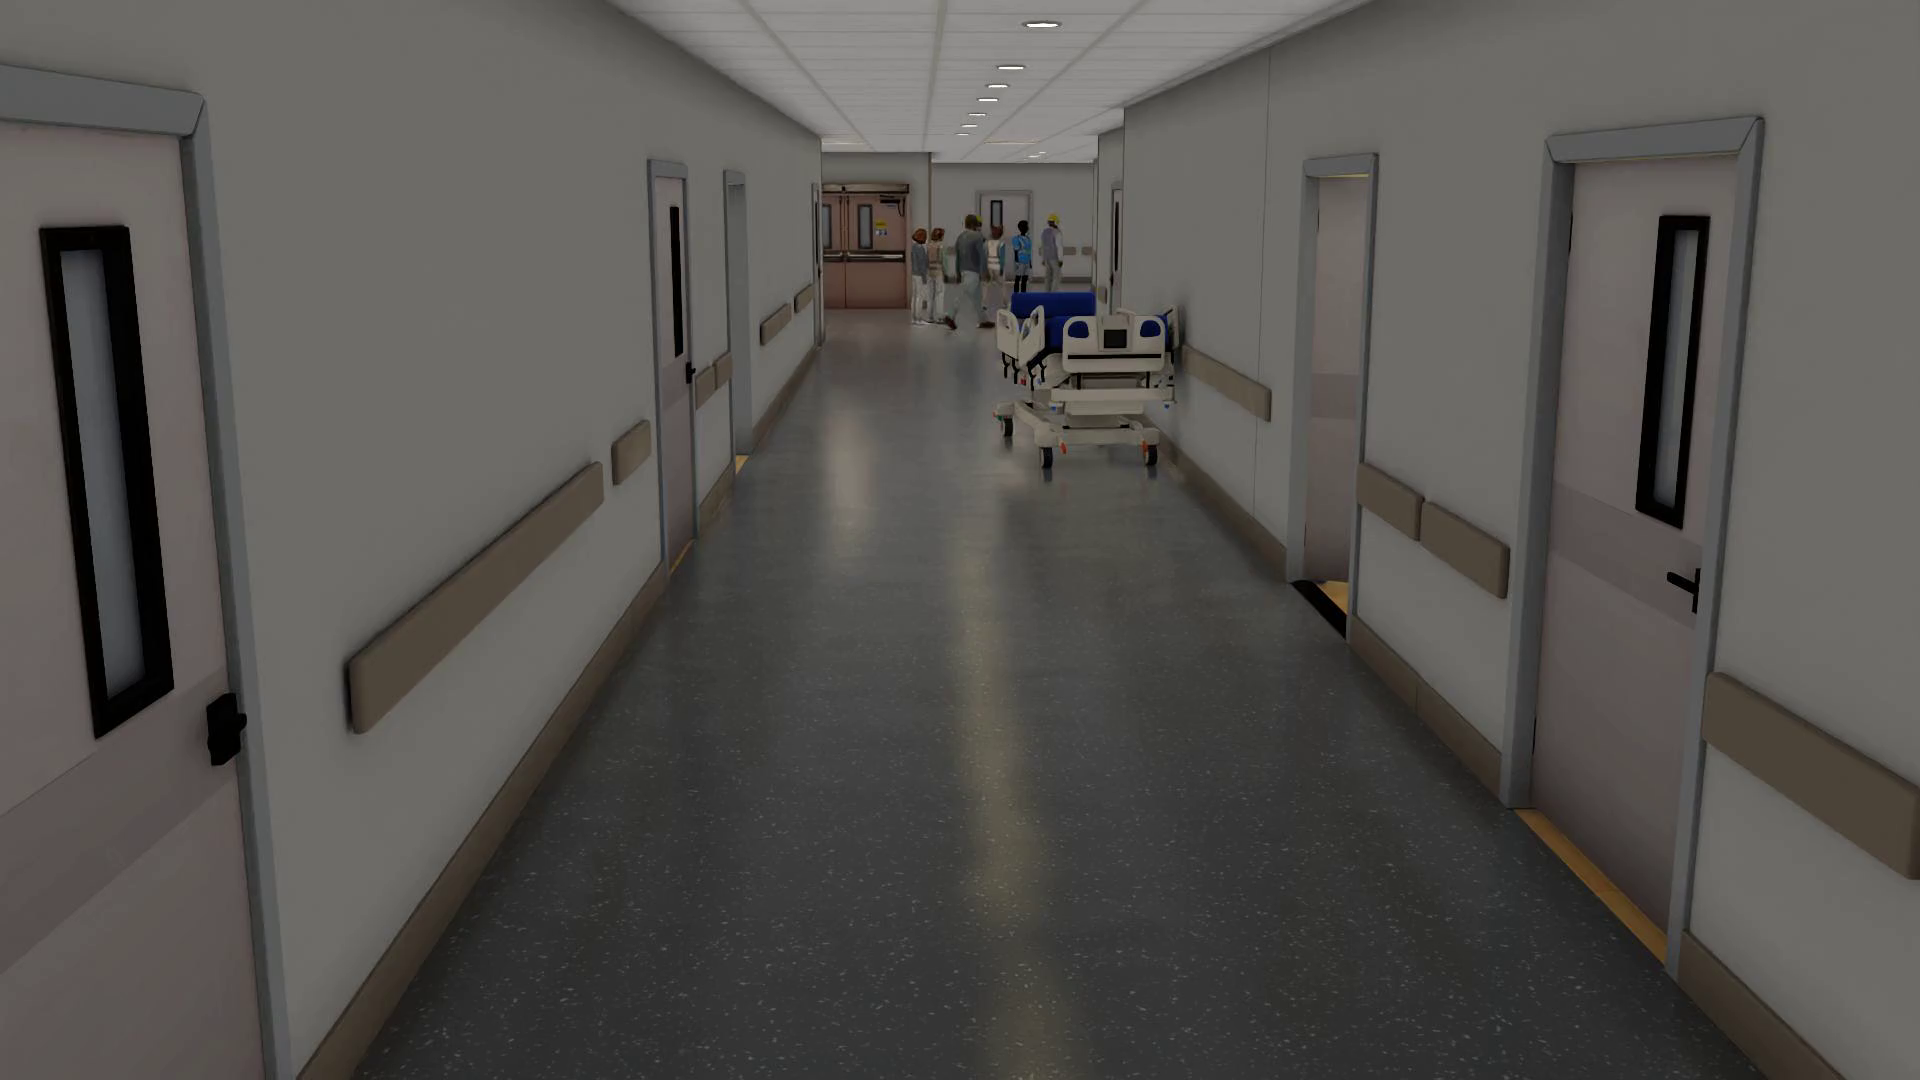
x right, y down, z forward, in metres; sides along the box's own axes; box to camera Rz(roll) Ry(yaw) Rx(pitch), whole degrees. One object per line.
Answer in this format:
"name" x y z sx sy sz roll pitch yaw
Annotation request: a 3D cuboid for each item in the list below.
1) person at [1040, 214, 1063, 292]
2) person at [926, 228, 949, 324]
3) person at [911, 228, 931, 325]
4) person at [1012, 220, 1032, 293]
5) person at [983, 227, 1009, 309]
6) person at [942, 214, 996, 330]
"person" 1.917 -5.898 34.828 0.482 1.808 0.659 -10 15 -39
"person" -0.391 -4.538 28.598 0.311 1.636 0.523 -10 15 -41
"person" -0.678 -4.468 28.263 0.281 1.633 0.499 -4 12 -20
"person" 1.282 -5.667 33.951 0.318 1.697 0.535 10 15 39
"person" 0.671 -5.283 32.339 0.525 1.598 0.855 9 15 37
"person" 0.118 -4.406 27.343 1.025 1.894 0.636 -7 13 -29
